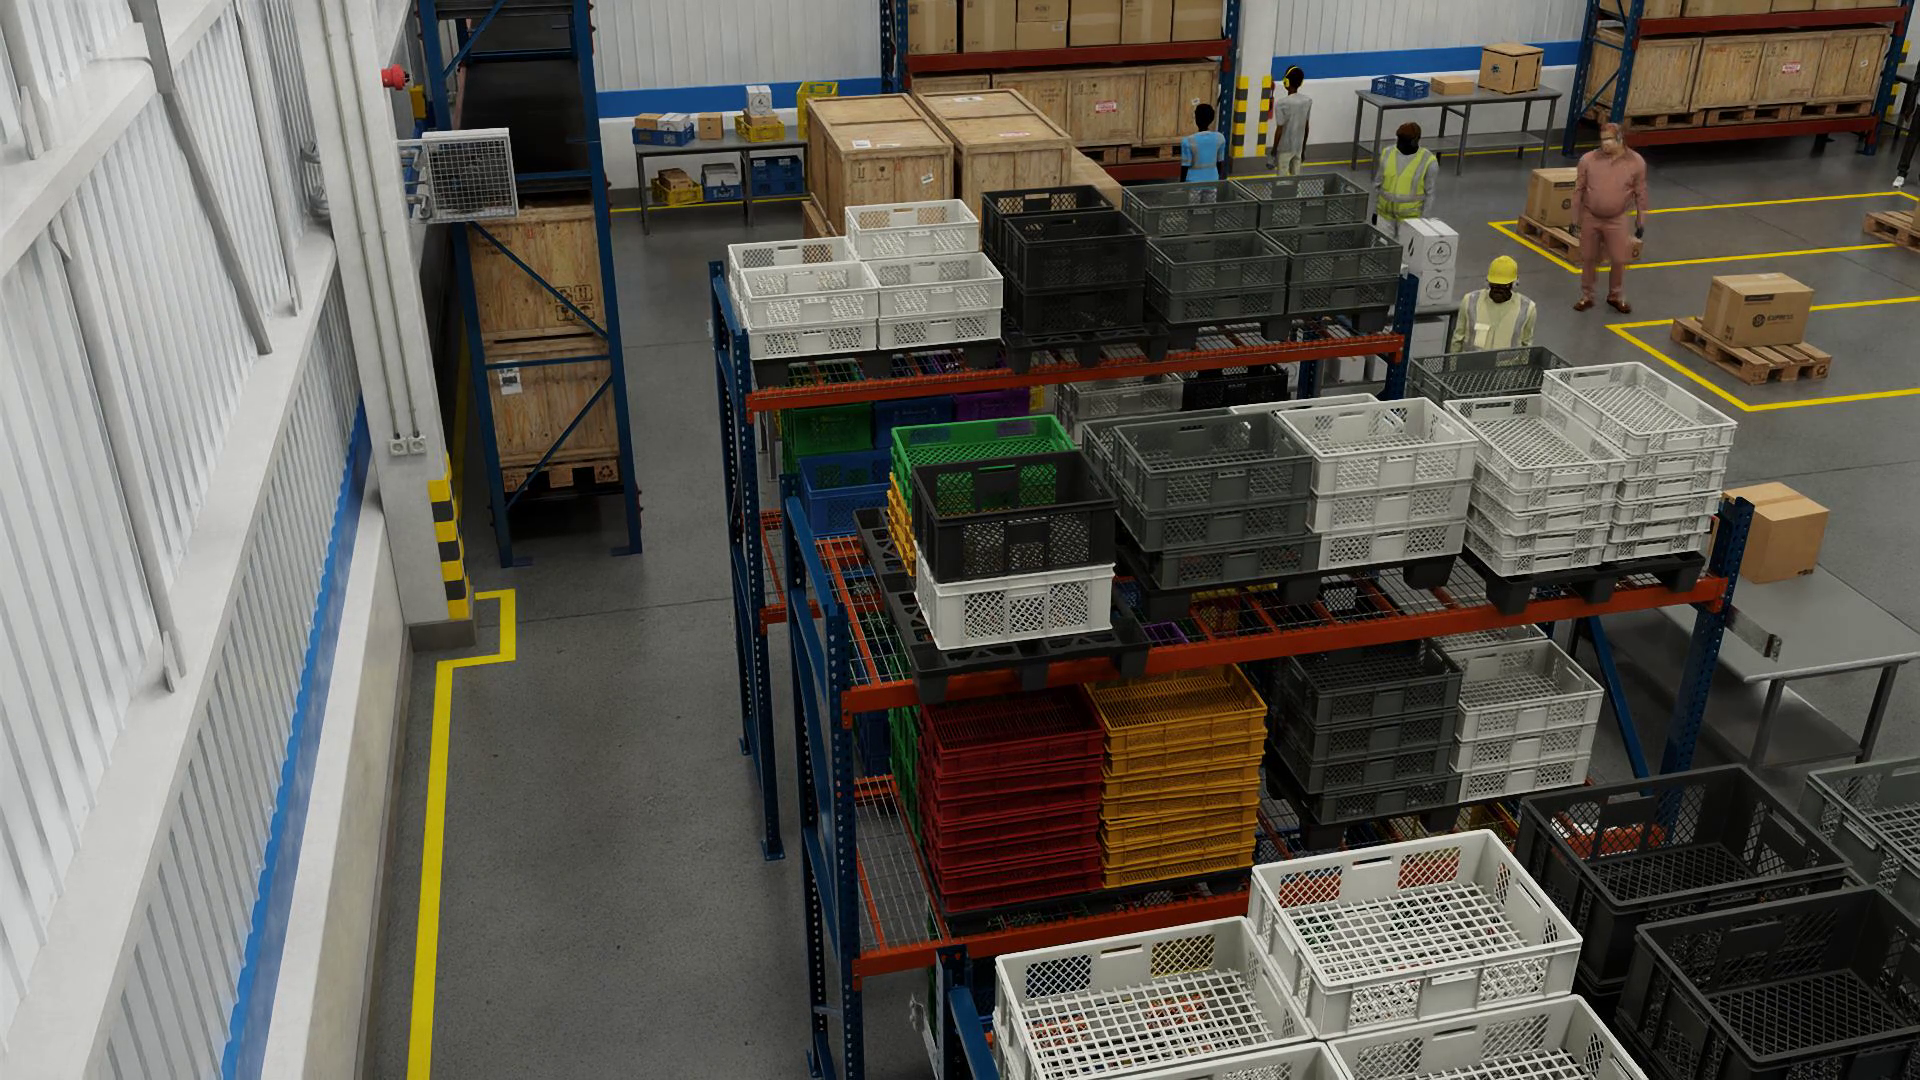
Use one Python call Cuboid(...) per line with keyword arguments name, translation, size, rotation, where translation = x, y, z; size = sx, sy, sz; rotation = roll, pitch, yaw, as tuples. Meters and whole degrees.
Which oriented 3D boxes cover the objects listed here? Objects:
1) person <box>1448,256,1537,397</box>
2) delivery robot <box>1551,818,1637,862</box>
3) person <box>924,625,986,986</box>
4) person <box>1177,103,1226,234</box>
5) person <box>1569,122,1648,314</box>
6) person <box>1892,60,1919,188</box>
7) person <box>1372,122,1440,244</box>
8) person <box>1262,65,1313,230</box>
Cuboid(name="person", translation=(4.074, -1.312, 12.842), size=(0.600, 1.832, 0.404), rotation=(9, 29, 16))
Cuboid(name="delivery robot", translation=(3.266, 1.645, 8.498), size=(0.707, 0.478, 0.477), rotation=(12, 30, 22))
Cuboid(name="person", translation=(0.001, 1.239, 7.891), size=(0.354, 1.936, 0.635), rotation=(5, 28, 9))
Cuboid(name="person", translation=(2.545, -3.777, 17.664), size=(0.539, 1.696, 0.317), rotation=(-13, 30, -22))
Cuboid(name="person", translation=(6.345, -3.128, 16.263), size=(0.766, 1.871, 0.438), rotation=(13, 30, 23))
Cuboid(name="person", translation=(11.821, -5.242, 20.205), size=(0.594, 1.921, 0.388), rotation=(11, 30, 21))
Cuboid(name="person", translation=(4.353, -3.215, 16.451), size=(0.624, 1.838, 0.430), rotation=(20, 34, 34))
Cuboid(name="person", translation=(3.649, -4.326, 18.521), size=(0.518, 1.874, 0.330), rotation=(-15, 31, -25))
